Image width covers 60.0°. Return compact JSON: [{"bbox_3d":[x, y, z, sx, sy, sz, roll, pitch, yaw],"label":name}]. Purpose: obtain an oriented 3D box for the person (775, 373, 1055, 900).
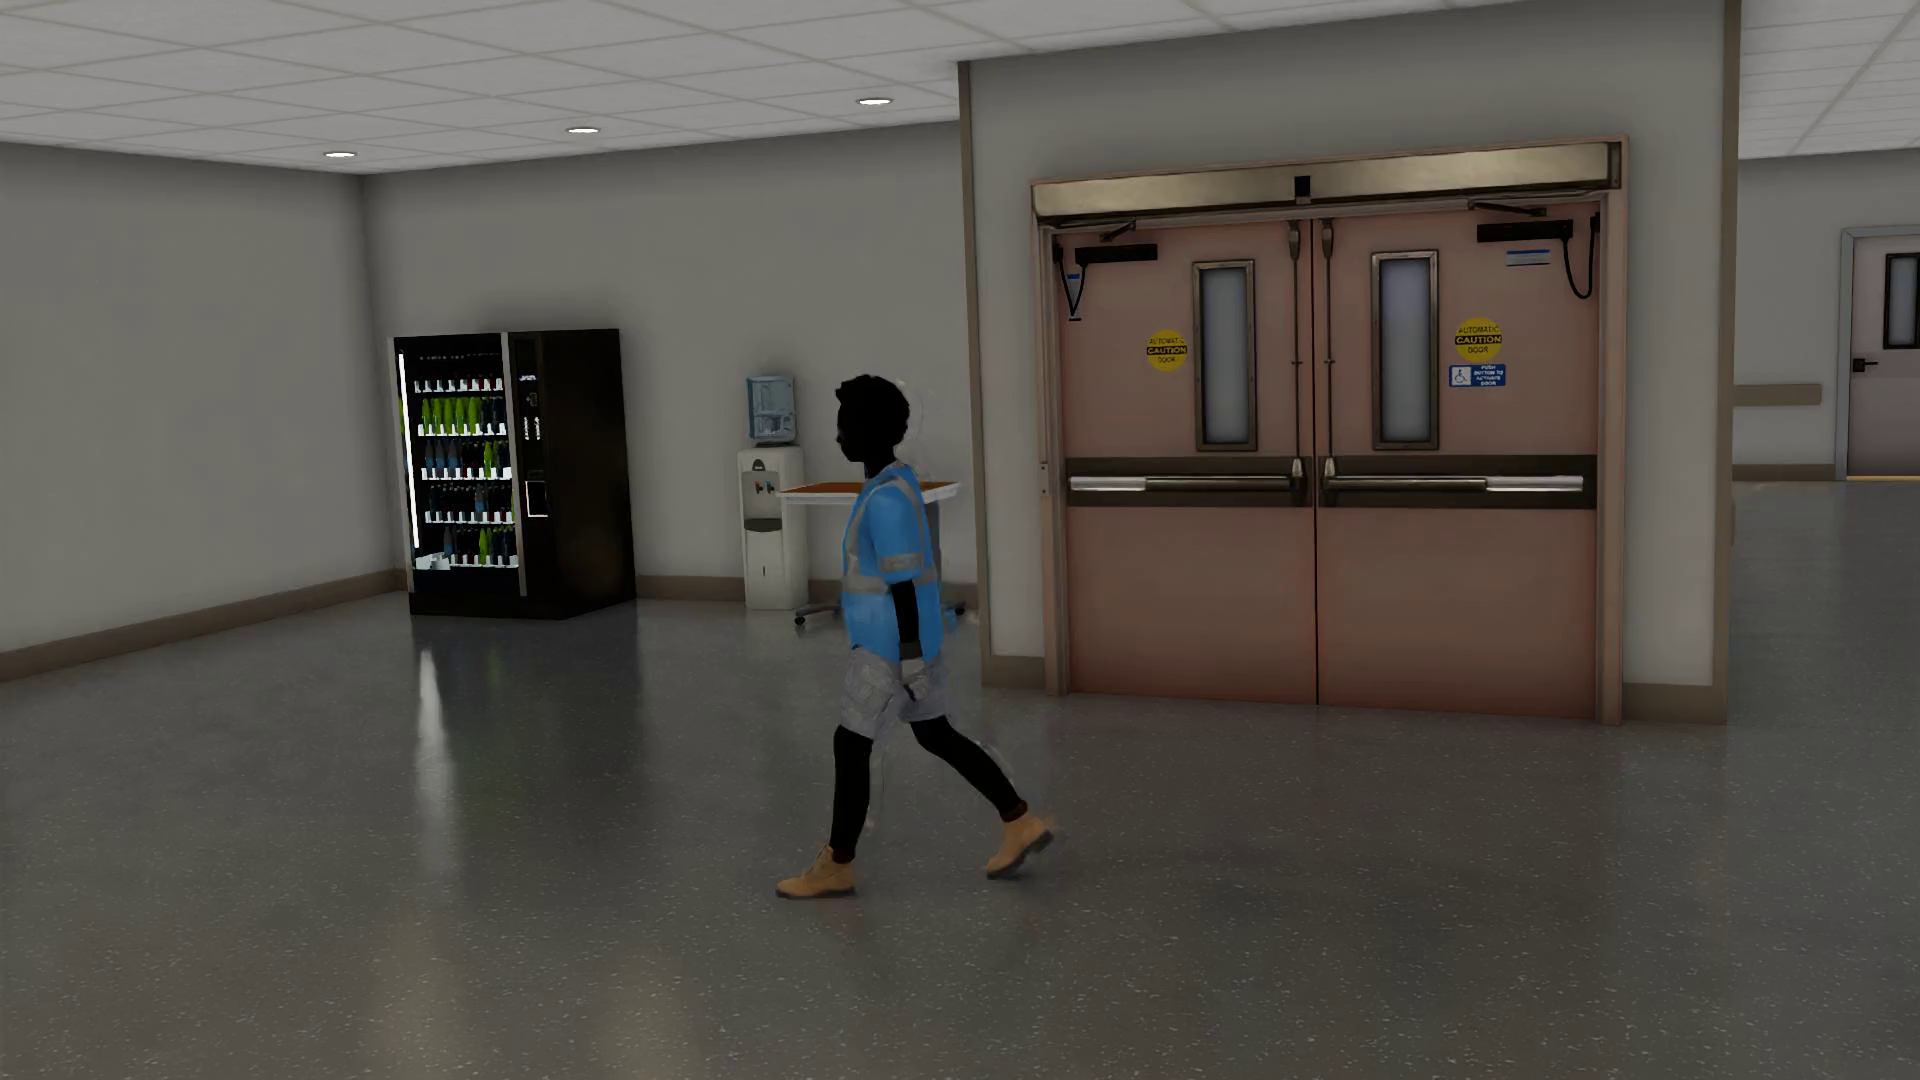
[{"bbox_3d":[-0.144,0.300,5.202,0.869,1.660,0.525,-2,7,1],"label":"person"}]
